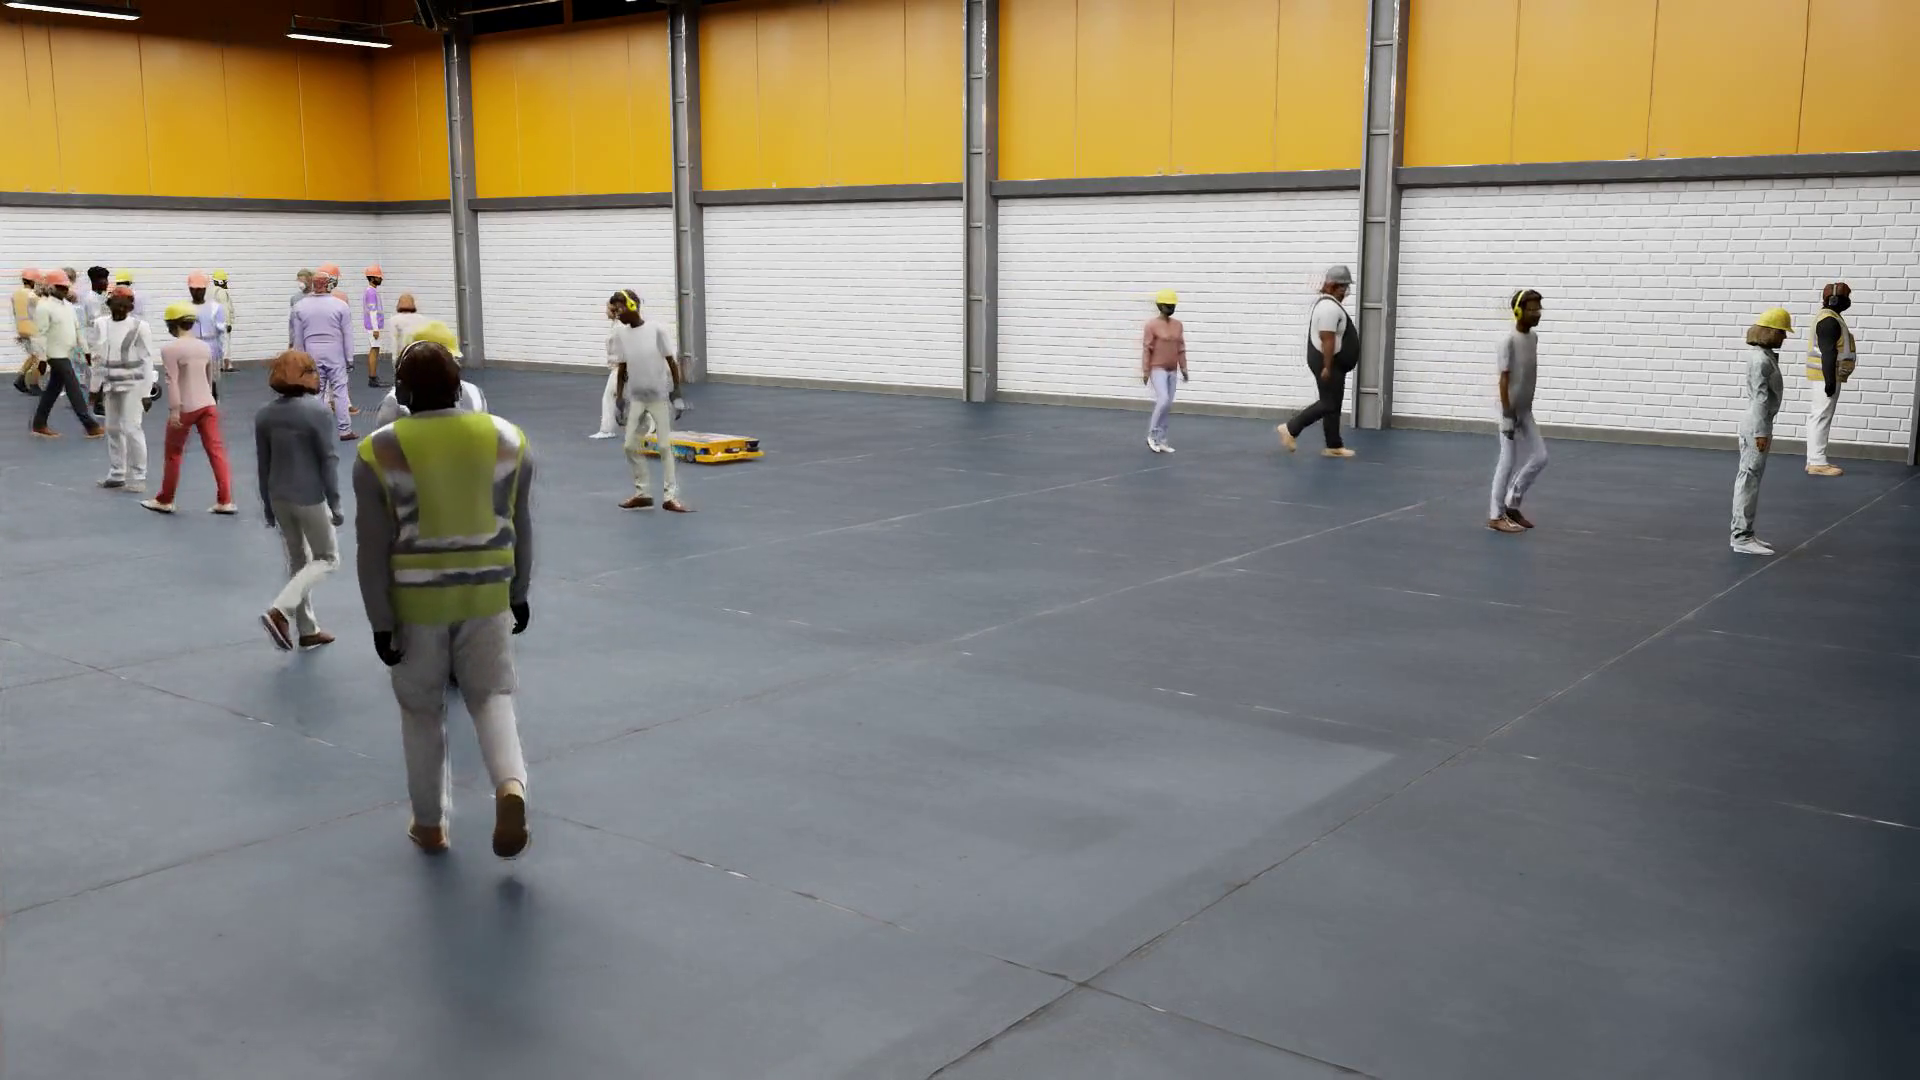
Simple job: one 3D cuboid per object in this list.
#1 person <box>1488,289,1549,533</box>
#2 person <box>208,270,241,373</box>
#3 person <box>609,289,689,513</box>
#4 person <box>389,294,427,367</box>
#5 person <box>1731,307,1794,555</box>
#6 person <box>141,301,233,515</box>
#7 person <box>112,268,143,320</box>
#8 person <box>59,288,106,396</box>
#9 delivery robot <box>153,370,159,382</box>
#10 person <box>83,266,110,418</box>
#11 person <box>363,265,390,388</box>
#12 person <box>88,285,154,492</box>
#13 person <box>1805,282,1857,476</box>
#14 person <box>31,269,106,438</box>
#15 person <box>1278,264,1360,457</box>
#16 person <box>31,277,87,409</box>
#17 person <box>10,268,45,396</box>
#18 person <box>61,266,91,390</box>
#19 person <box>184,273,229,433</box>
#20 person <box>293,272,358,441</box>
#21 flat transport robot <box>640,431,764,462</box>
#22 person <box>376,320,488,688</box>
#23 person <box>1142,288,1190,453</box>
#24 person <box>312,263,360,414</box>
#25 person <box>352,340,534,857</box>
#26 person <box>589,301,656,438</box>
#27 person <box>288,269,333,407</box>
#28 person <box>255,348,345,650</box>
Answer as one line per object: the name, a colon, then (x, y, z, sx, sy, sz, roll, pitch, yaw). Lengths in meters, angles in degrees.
person: (4.224, -0.962, 12.579, 0.534, 1.850, 0.435, -8, 13, -40)
person: (-13.099, -3.873, 29.560, 0.586, 1.833, 0.403, 9, 13, 42)
person: (-2.518, -1.121, 13.567, 0.675, 1.831, 0.344, 3, 10, 18)
person: (-7.235, -2.427, 21.857, 0.514, 1.587, 0.828, -5, 11, -28)
person: (5.685, -0.772, 11.786, 0.305, 1.737, 0.484, 4, 11, 23)
person: (-6.297, -1.062, 13.493, 0.849, 1.726, 0.546, 4, 10, 21)
person: (-12.360, -3.080, 24.725, 0.632, 1.904, 0.455, 7, 12, 34)
person: (-13.183, -2.967, 24.926, 0.505, 1.607, 0.769, 7, 12, 35)
delivery robot: (-11.980, -2.330, 24.016, 0.707, 0.478, 0.477, -7, 12, -33)
person: (-11.149, -2.561, 21.565, 0.363, 1.951, 0.612, -5, 11, -27)
person: (-9.284, -3.393, 26.458, 0.371, 1.935, 0.551, -4, 10, -21)
person: (-7.487, -1.338, 14.797, 0.791, 1.847, 0.338, 5, 11, 25)
person: (8.360, -1.547, 15.990, 0.429, 1.844, 0.627, 4, 11, 23)
person: (-10.296, -2.125, 19.092, 1.014, 1.943, 0.609, -1, 10, -4)
person: (3.752, -1.857, 17.216, 0.757, 2.000, 0.696, 2, 10, 11)
person: (-12.355, -2.698, 22.785, 0.588, 1.804, 0.492, 6, 12, 33)
person: (-13.848, -3.102, 24.838, 0.552, 1.910, 0.406, 4, 10, 21)
person: (-13.739, -3.283, 25.867, 0.479, 1.921, 0.646, -6, 12, -33)
person: (-9.021, -2.229, 19.833, 0.556, 1.894, 1.002, -4, 11, -24)
person: (-7.176, -2.071, 18.852, 0.643, 1.910, 0.400, 0, 10, -2)
flat transport robot: (-2.762, -0.980, 17.254, 1.431, 0.197, 0.652, 8, 13, 40)
person: (-2.604, -0.189, 8.219, 0.811, 1.801, 0.588, 7, 12, 34)
person: (2.195, -1.790, 17.673, 0.531, 1.756, 0.421, -8, 13, -39)
person: (-8.265, -2.644, 21.927, 0.620, 1.994, 0.381, 3, 10, 15)
person: (-1.746, 0.225, 5.740, 0.630, 1.821, 0.666, -6, 11, -31)
person: (-3.856, -1.970, 19.154, 0.798, 1.606, 0.519, -2, 10, -13)
person: (-8.849, -2.699, 22.503, 0.651, 1.901, 0.878, 4, 11, 22)
person: (-3.498, -0.190, 8.713, 0.522, 1.617, 0.522, 4, 11, 22)
